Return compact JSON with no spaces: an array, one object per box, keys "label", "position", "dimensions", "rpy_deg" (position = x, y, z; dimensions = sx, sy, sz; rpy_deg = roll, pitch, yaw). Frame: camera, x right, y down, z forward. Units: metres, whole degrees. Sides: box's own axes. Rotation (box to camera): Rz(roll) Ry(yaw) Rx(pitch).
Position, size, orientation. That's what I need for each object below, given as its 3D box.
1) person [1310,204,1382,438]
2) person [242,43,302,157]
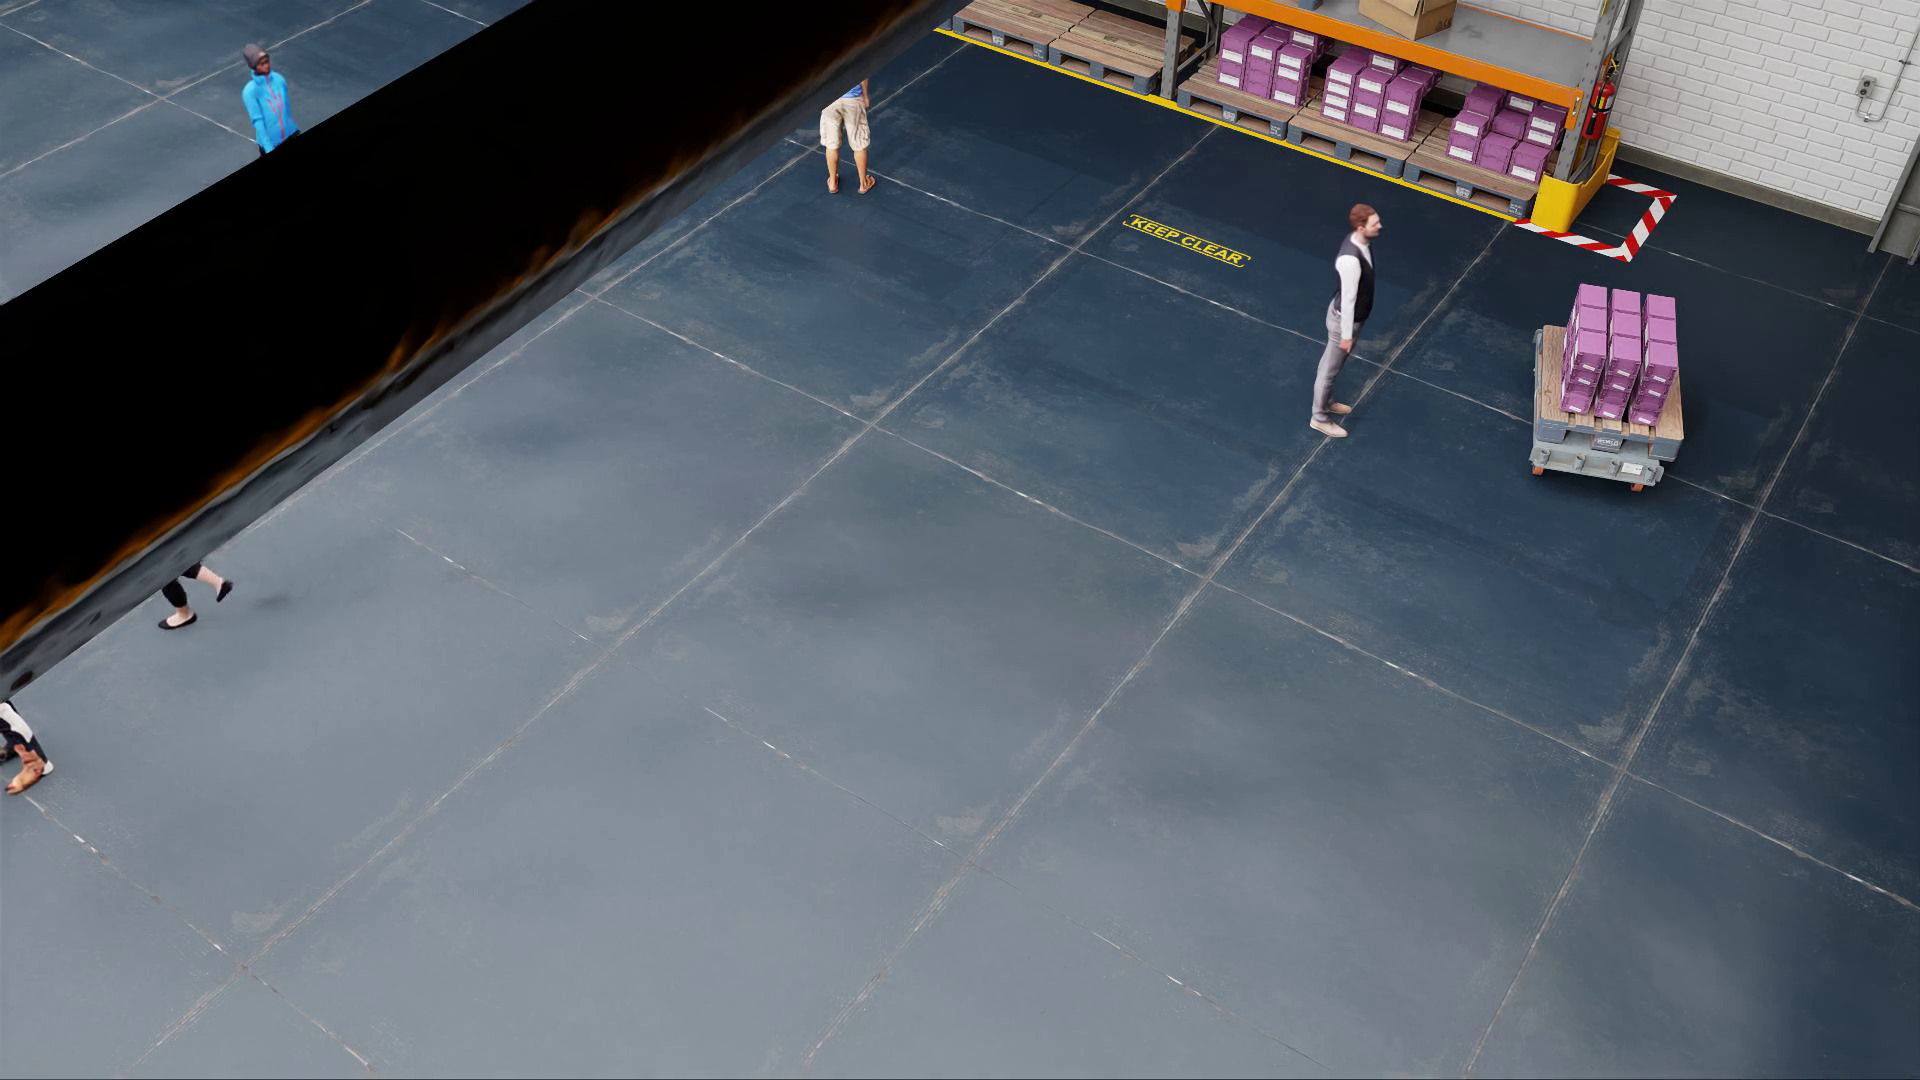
[{"label":"person","position":[2.887,-1.676,12.478],"dimensions":[0.675,1.938,0.719],"rpy_deg":[13,45,13]},{"label":"person","position":[-6.004,-3.495,14.510],"dimensions":[0.926,1.771,0.600],"rpy_deg":[27,50,25]}]
